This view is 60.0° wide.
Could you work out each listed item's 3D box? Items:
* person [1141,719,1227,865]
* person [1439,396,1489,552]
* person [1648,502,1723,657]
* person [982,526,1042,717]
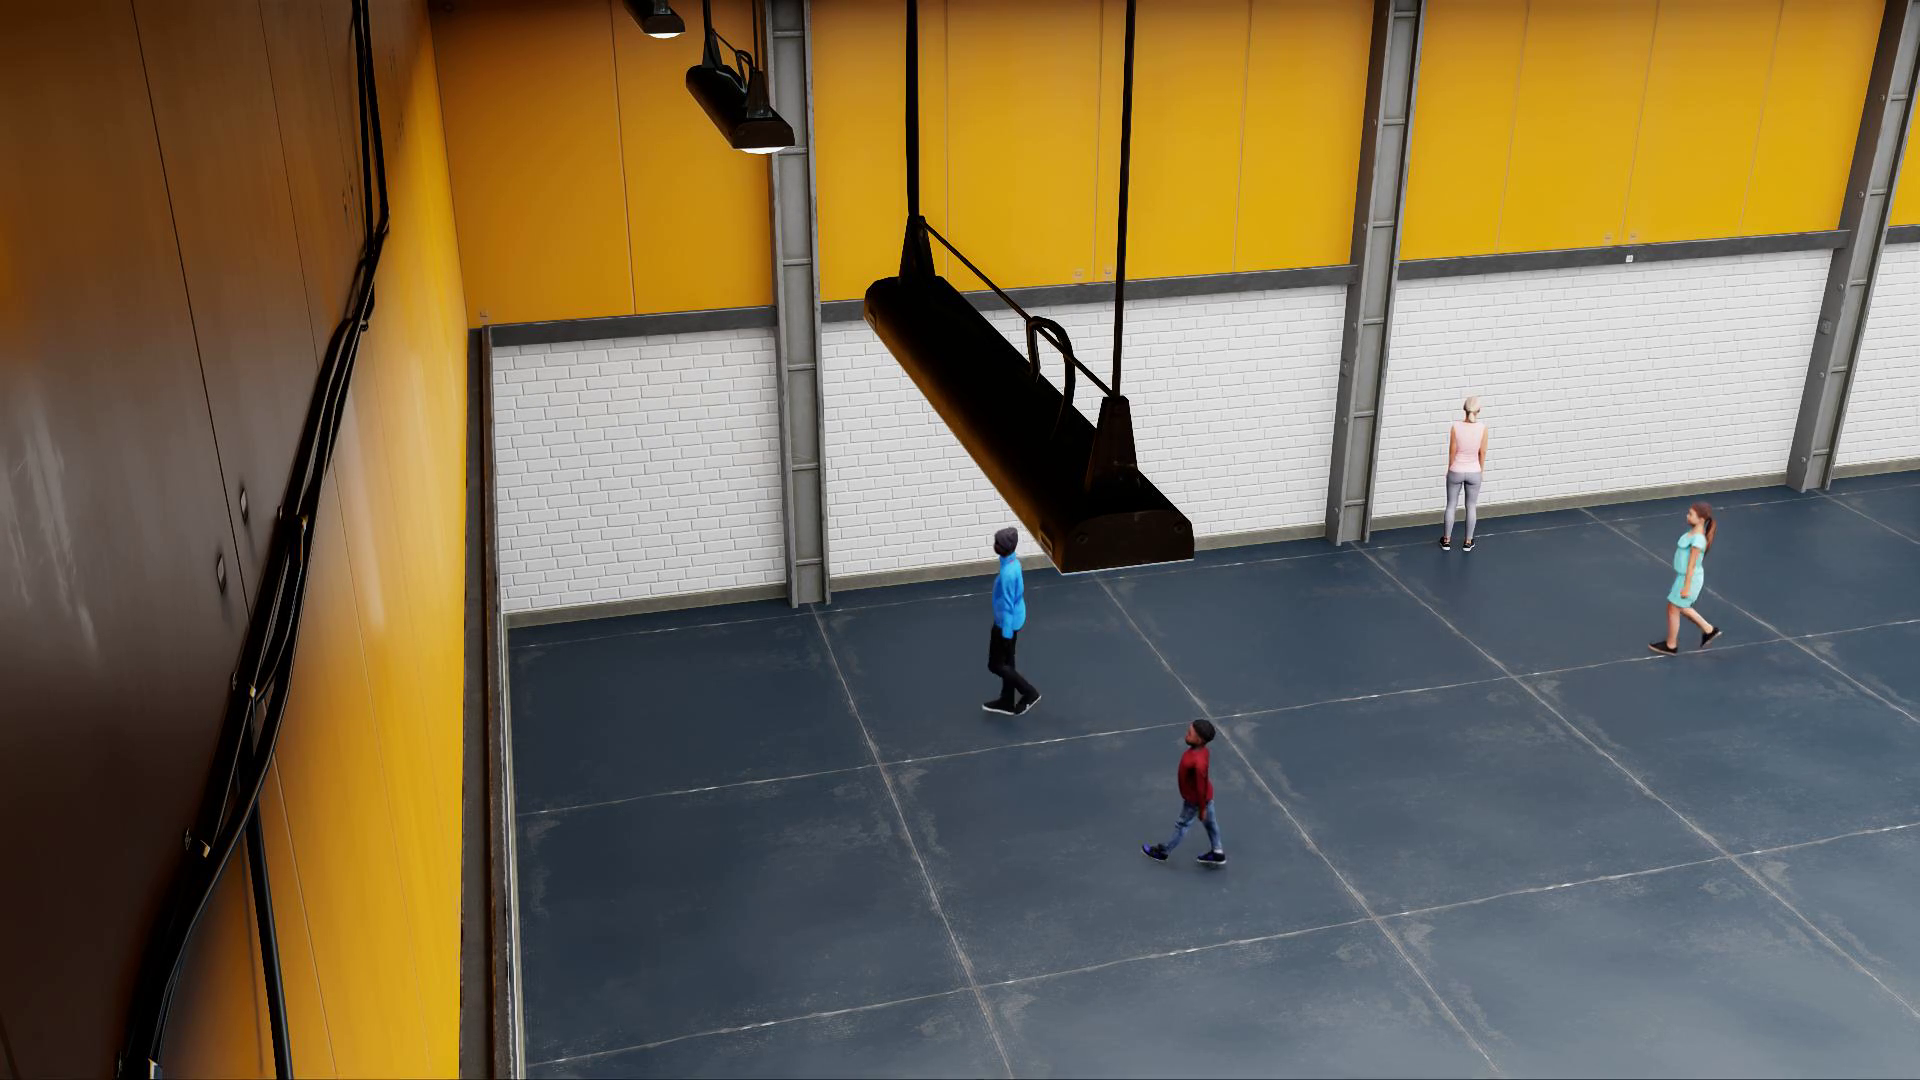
[{"bbox_3d":[1.832,1.907,12.386,0.932,1.228,0.753,5,24,11],"label":"person"},{"bbox_3d":[5.392,-0.715,17.762,0.607,1.726,0.703,6,24,13],"label":"person"},{"bbox_3d":[6.854,0.382,15.477,0.922,1.546,0.828,10,25,21],"label":"person"},{"bbox_3d":[0.501,0.733,14.374,0.863,1.787,0.776,2,24,5],"label":"person"}]
